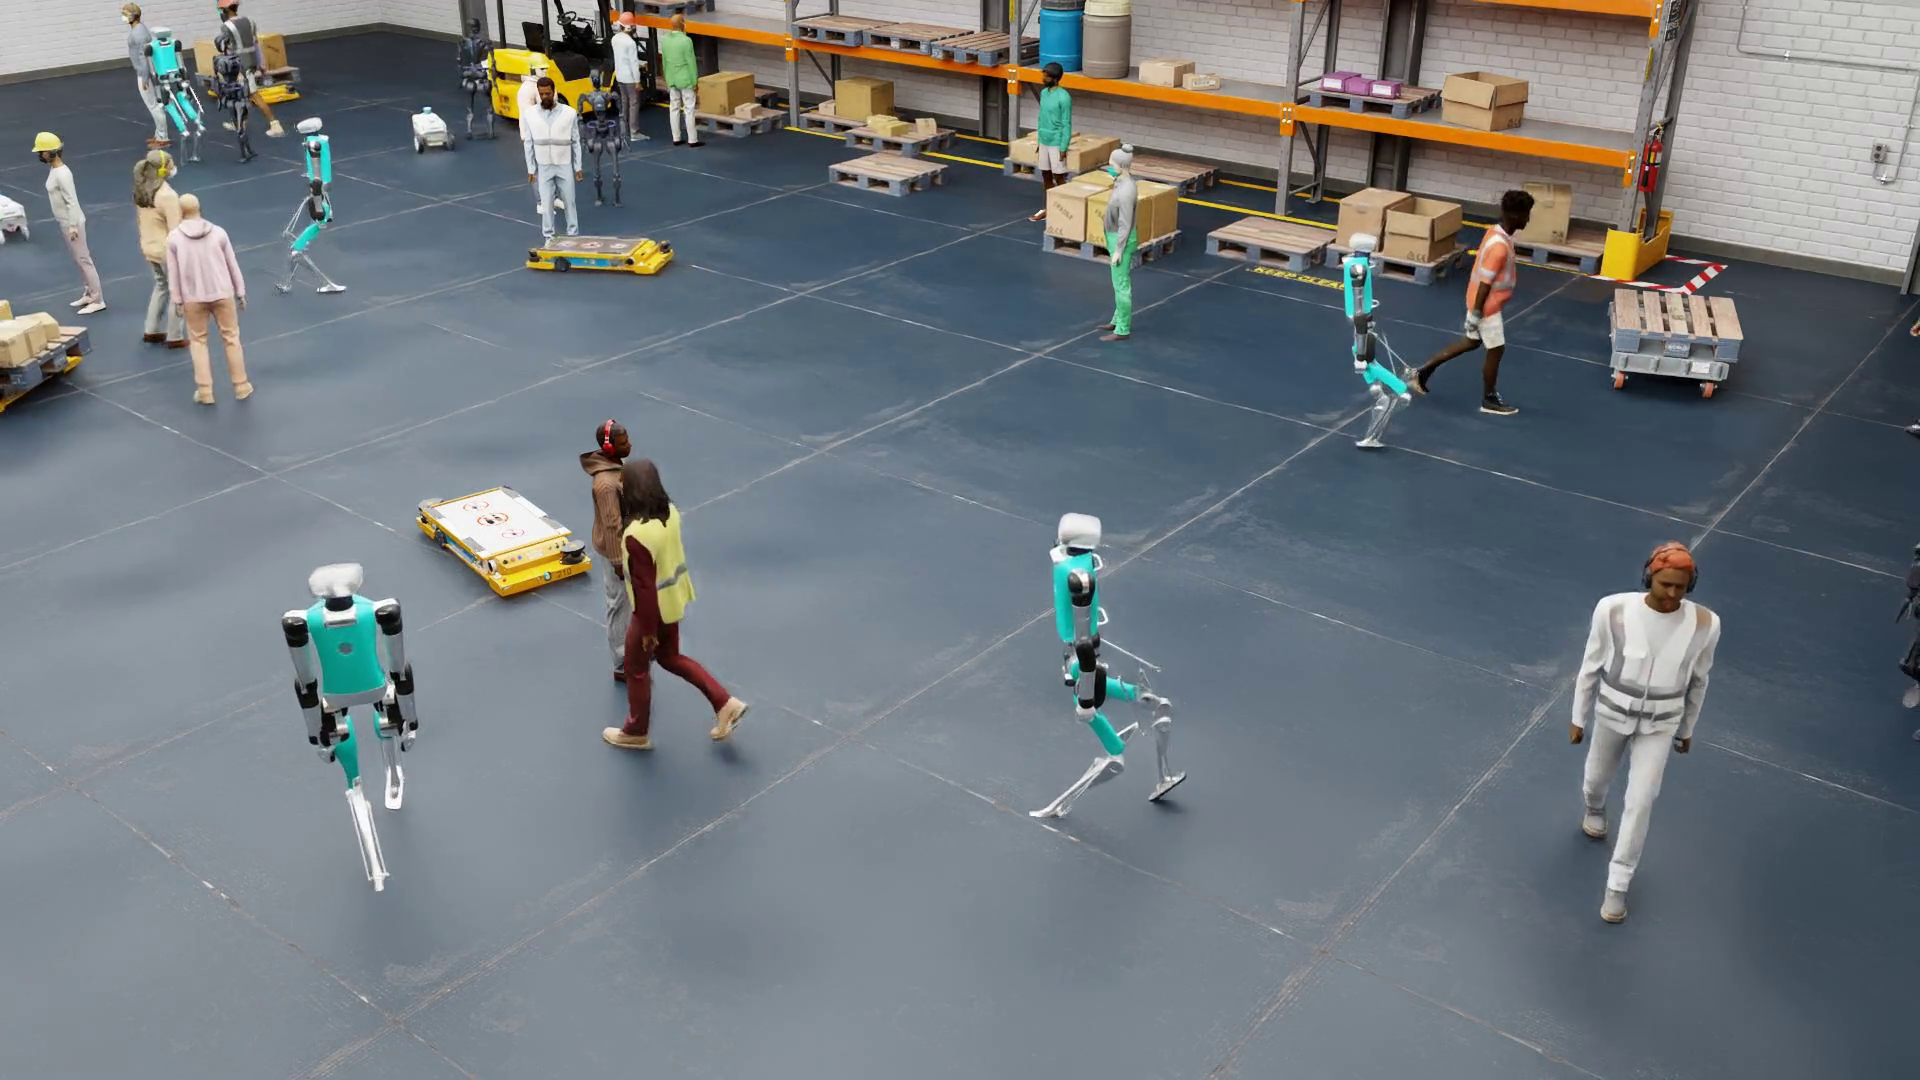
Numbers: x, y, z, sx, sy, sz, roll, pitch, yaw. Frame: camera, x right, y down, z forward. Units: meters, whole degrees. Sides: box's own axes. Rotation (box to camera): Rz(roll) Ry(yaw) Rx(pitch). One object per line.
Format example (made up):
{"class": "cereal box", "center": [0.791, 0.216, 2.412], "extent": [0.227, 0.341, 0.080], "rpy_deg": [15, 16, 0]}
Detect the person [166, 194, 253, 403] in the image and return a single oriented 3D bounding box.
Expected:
{"class": "person", "center": [-6.351, -2.031, 14.070], "extent": [0.570, 1.764, 0.430], "rpy_deg": [-12, 28, -23]}

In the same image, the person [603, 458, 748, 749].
{"class": "person", "center": [-1.605, 0.377, 9.098], "extent": [0.764, 1.748, 0.484], "rpy_deg": [5, 26, 10]}

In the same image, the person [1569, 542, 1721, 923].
{"class": "person", "center": [3.260, 0.831, 8.025], "extent": [0.576, 1.852, 0.908], "rpy_deg": [9, 27, 18]}

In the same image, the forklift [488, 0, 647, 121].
{"class": "forklift", "center": [-5.874, -7.334, 24.552], "extent": [1.214, 2.155, 2.313], "rpy_deg": [19, 32, 34]}

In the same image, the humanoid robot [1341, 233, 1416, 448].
{"class": "humanoid robot", "center": [3.299, -1.456, 13.018], "extent": [0.759, 1.884, 0.541], "rpy_deg": [4, 26, 9]}

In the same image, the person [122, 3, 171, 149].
{"class": "person", "center": [-11.194, -6.374, 22.852], "extent": [0.362, 1.939, 0.634], "rpy_deg": [-11, 28, -21]}

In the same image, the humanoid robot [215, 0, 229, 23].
{"class": "humanoid robot", "center": [-11.536, -8.141, 26.807], "extent": [0.731, 1.851, 0.547], "rpy_deg": [-5, 26, -9]}

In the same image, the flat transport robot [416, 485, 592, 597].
{"class": "flat transport robot", "center": [-3.206, -0.021, 11.615], "extent": [0.659, 0.231, 1.431], "rpy_deg": [-19, 32, -34]}

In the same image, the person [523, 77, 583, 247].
{"class": "person", "center": [-4.411, -4.068, 18.099], "extent": [0.596, 1.917, 0.379], "rpy_deg": [-4, 26, -9]}

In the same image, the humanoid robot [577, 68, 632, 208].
{"class": "humanoid robot", "center": [-4.252, -4.813, 19.921], "extent": [0.601, 1.647, 0.396], "rpy_deg": [-6, 26, -11]}

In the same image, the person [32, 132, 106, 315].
{"class": "person", "center": [-8.721, -3.093, 16.254], "extent": [0.315, 1.767, 0.533], "rpy_deg": [-17, 31, -31]}

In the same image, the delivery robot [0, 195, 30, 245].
{"class": "delivery robot", "center": [-10.908, -3.687, 18.872], "extent": [0.789, 0.590, 0.499], "rpy_deg": [22, 33, 38]}

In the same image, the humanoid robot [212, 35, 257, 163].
{"class": "humanoid robot", "center": [-9.679, -5.880, 22.135], "extent": [0.616, 1.639, 0.486], "rpy_deg": [10, 28, 20]}

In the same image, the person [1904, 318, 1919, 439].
{"class": "person", "center": [7.963, -1.701, 13.331], "extent": [0.941, 1.796, 0.572], "rpy_deg": [-12, 28, -24]}

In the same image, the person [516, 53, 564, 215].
{"class": "person", "center": [-4.950, -4.812, 19.699], "extent": [0.409, 1.867, 0.795], "rpy_deg": [10, 28, 20]}

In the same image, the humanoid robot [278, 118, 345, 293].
{"class": "humanoid robot", "center": [-6.667, -3.285, 16.800], "extent": [0.795, 1.889, 0.563], "rpy_deg": [-6, 26, -13]}

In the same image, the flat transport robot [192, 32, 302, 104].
{"class": "flat transport robot", "center": [-11.173, -7.086, 26.246], "extent": [1.431, 0.231, 0.659], "rpy_deg": [16, 30, 30]}

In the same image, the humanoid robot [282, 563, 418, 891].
{"class": "humanoid robot", "center": [-2.972, 0.811, 8.302], "extent": [0.530, 1.784, 1.065], "rpy_deg": [-7, 27, -15]}

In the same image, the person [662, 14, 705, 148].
{"class": "person", "center": [-3.828, -6.313, 22.905], "extent": [0.536, 1.784, 0.383], "rpy_deg": [13, 28, 24]}

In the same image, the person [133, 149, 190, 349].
{"class": "person", "center": [-7.296, -2.652, 15.261], "extent": [0.588, 1.847, 0.481], "rpy_deg": [18, 31, 32]}

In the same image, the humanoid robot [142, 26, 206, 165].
{"class": "humanoid robot", "center": [-10.269, -5.824, 21.960], "extent": [0.659, 1.815, 0.535], "rpy_deg": [16, 30, 29]}

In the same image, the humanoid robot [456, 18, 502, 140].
{"class": "humanoid robot", "center": [-6.793, -6.466, 23.338], "extent": [0.595, 1.638, 0.394], "rpy_deg": [2, 26, 4]}

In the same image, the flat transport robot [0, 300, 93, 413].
{"class": "flat transport robot", "center": [-8.358, -1.401, 14.473], "extent": [0.659, 0.231, 1.431], "rpy_deg": [2, 26, 4]}

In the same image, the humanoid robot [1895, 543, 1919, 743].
{"class": "humanoid robot", "center": [5.579, 0.347, 9.238], "extent": [0.427, 1.649, 0.595], "rpy_deg": [-22, 33, -37]}

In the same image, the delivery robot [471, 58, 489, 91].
{"class": "delivery robot", "center": [-7.480, -7.512, 26.822], "extent": [0.785, 0.614, 0.499], "rpy_deg": [11, 28, 22]}

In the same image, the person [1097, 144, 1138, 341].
{"class": "person", "center": [1.484, -2.779, 15.505], "extent": [0.341, 1.852, 0.508], "rpy_deg": [1, 26, 3]}

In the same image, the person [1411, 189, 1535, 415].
{"class": "person", "center": [4.275, -1.983, 13.780], "extent": [0.866, 1.924, 0.633], "rpy_deg": [7, 27, 14]}

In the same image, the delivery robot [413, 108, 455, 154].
{"class": "delivery robot", "center": [-7.311, -5.659, 22.955], "extent": [0.499, 0.589, 0.785], "rpy_deg": [-12, 28, -24]}

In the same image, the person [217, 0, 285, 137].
{"class": "person", "center": [-10.122, -6.697, 23.477], "extent": [1.078, 1.985, 0.612], "rpy_deg": [7, 27, 15]}

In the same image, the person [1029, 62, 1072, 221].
{"class": "person", "center": [1.085, -4.579, 19.237], "extent": [0.383, 1.847, 0.508], "rpy_deg": [-18, 31, -33]}

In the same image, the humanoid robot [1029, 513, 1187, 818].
{"class": "humanoid robot", "center": [0.878, 0.682, 8.527], "extent": [1.003, 1.783, 0.530], "rpy_deg": [-3, 26, -6]}

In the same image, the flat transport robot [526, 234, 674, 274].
{"class": "flat transport robot", "center": [-3.883, -3.077, 17.944], "extent": [1.431, 0.231, 0.659], "rpy_deg": [4, 26, 8]}

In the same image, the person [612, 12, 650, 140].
{"class": "person", "center": [-4.636, -6.514, 23.366], "extent": [0.356, 1.743, 0.576], "rpy_deg": [-19, 32, -34]}

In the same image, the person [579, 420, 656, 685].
{"class": "person", "center": [-2.016, 0.062, 9.849], "extent": [0.335, 1.651, 0.458], "rpy_deg": [-1, 26, -1]}
